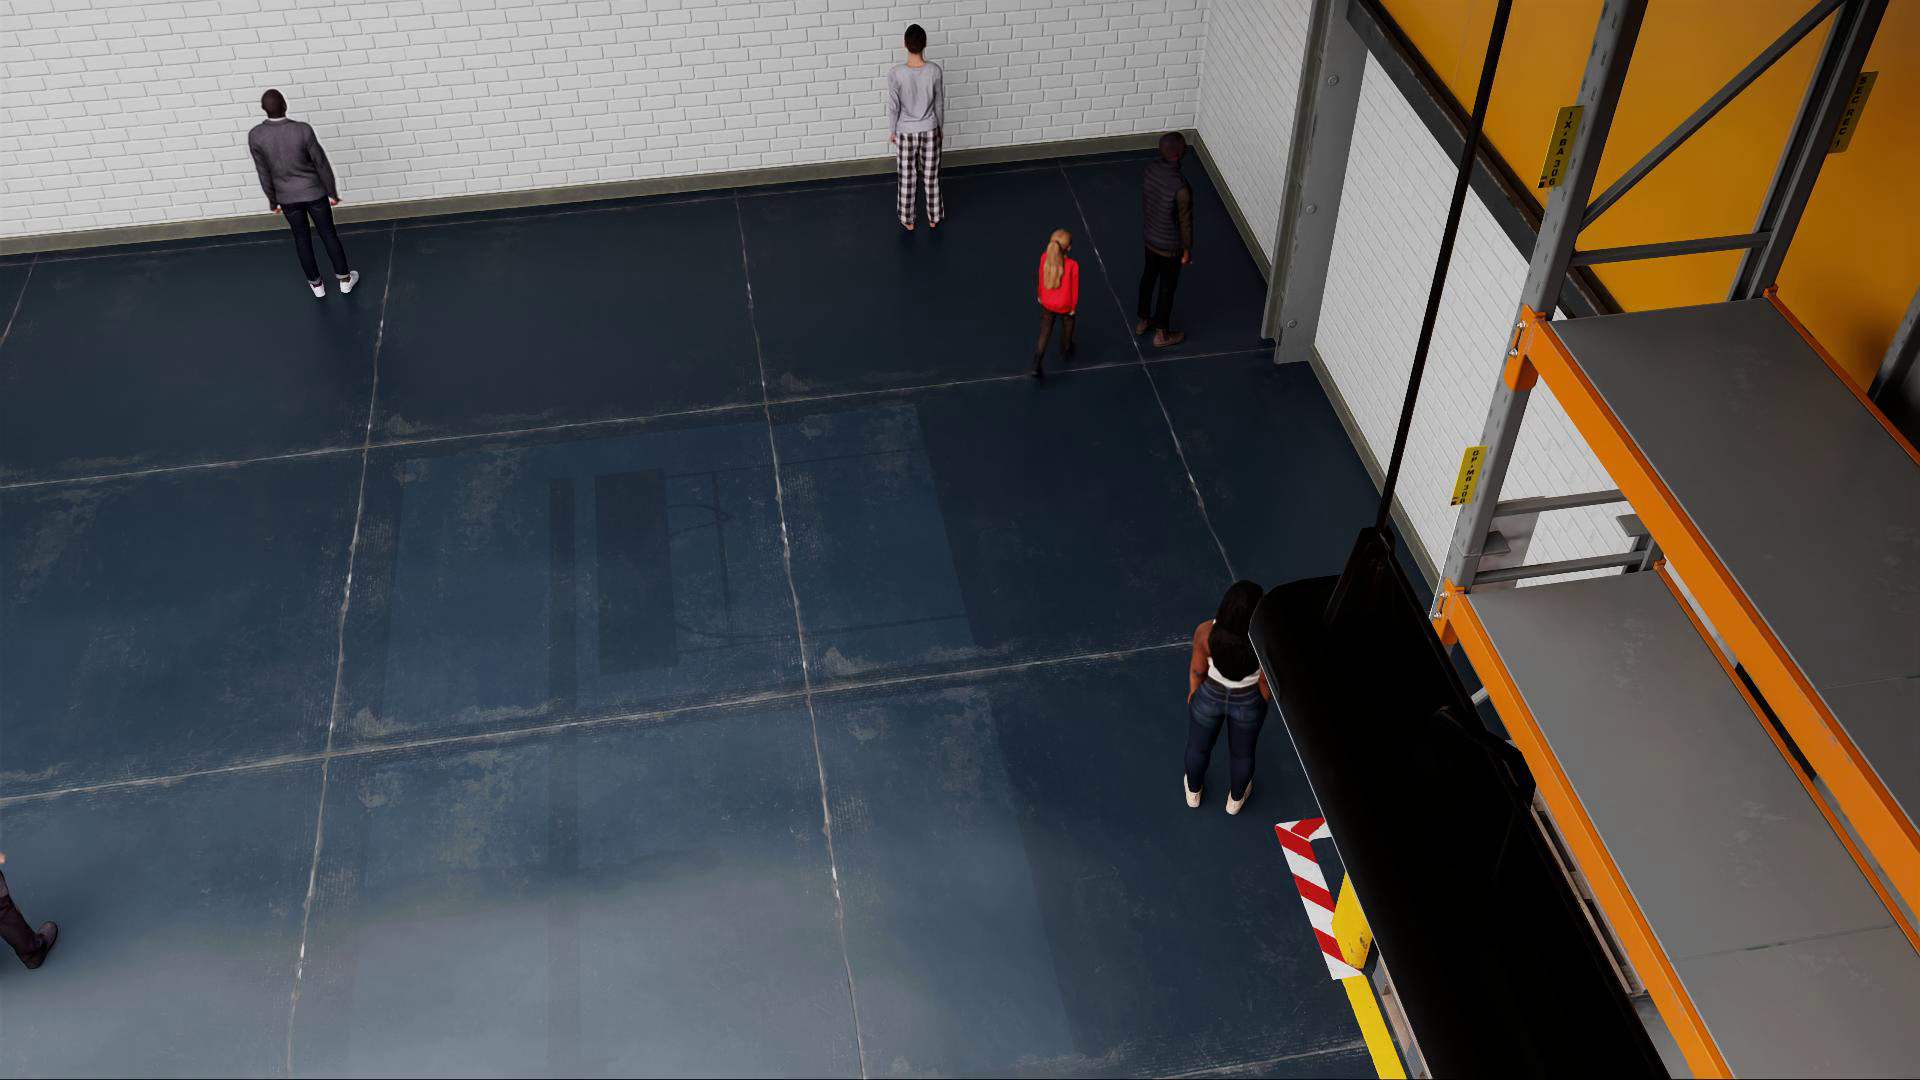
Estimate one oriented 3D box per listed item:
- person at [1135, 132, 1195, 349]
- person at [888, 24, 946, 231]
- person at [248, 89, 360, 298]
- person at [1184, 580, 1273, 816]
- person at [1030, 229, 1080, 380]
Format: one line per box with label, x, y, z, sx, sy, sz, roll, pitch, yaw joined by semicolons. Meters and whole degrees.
person;1.577;-2.324;12.845;0.831;1.836;0.676;-25;49;-24
person;-0.354;-3.461;14.030;0.614;1.847;0.511;-7;44;-7
person;-5.273;-2.758;13.313;0.702;1.818;0.559;-7;44;-7
person;1.533;0.909;9.470;0.733;1.809;0.745;11;45;11
person;0.715;-1.790;12.698;0.798;1.265;0.933;18;46;18
